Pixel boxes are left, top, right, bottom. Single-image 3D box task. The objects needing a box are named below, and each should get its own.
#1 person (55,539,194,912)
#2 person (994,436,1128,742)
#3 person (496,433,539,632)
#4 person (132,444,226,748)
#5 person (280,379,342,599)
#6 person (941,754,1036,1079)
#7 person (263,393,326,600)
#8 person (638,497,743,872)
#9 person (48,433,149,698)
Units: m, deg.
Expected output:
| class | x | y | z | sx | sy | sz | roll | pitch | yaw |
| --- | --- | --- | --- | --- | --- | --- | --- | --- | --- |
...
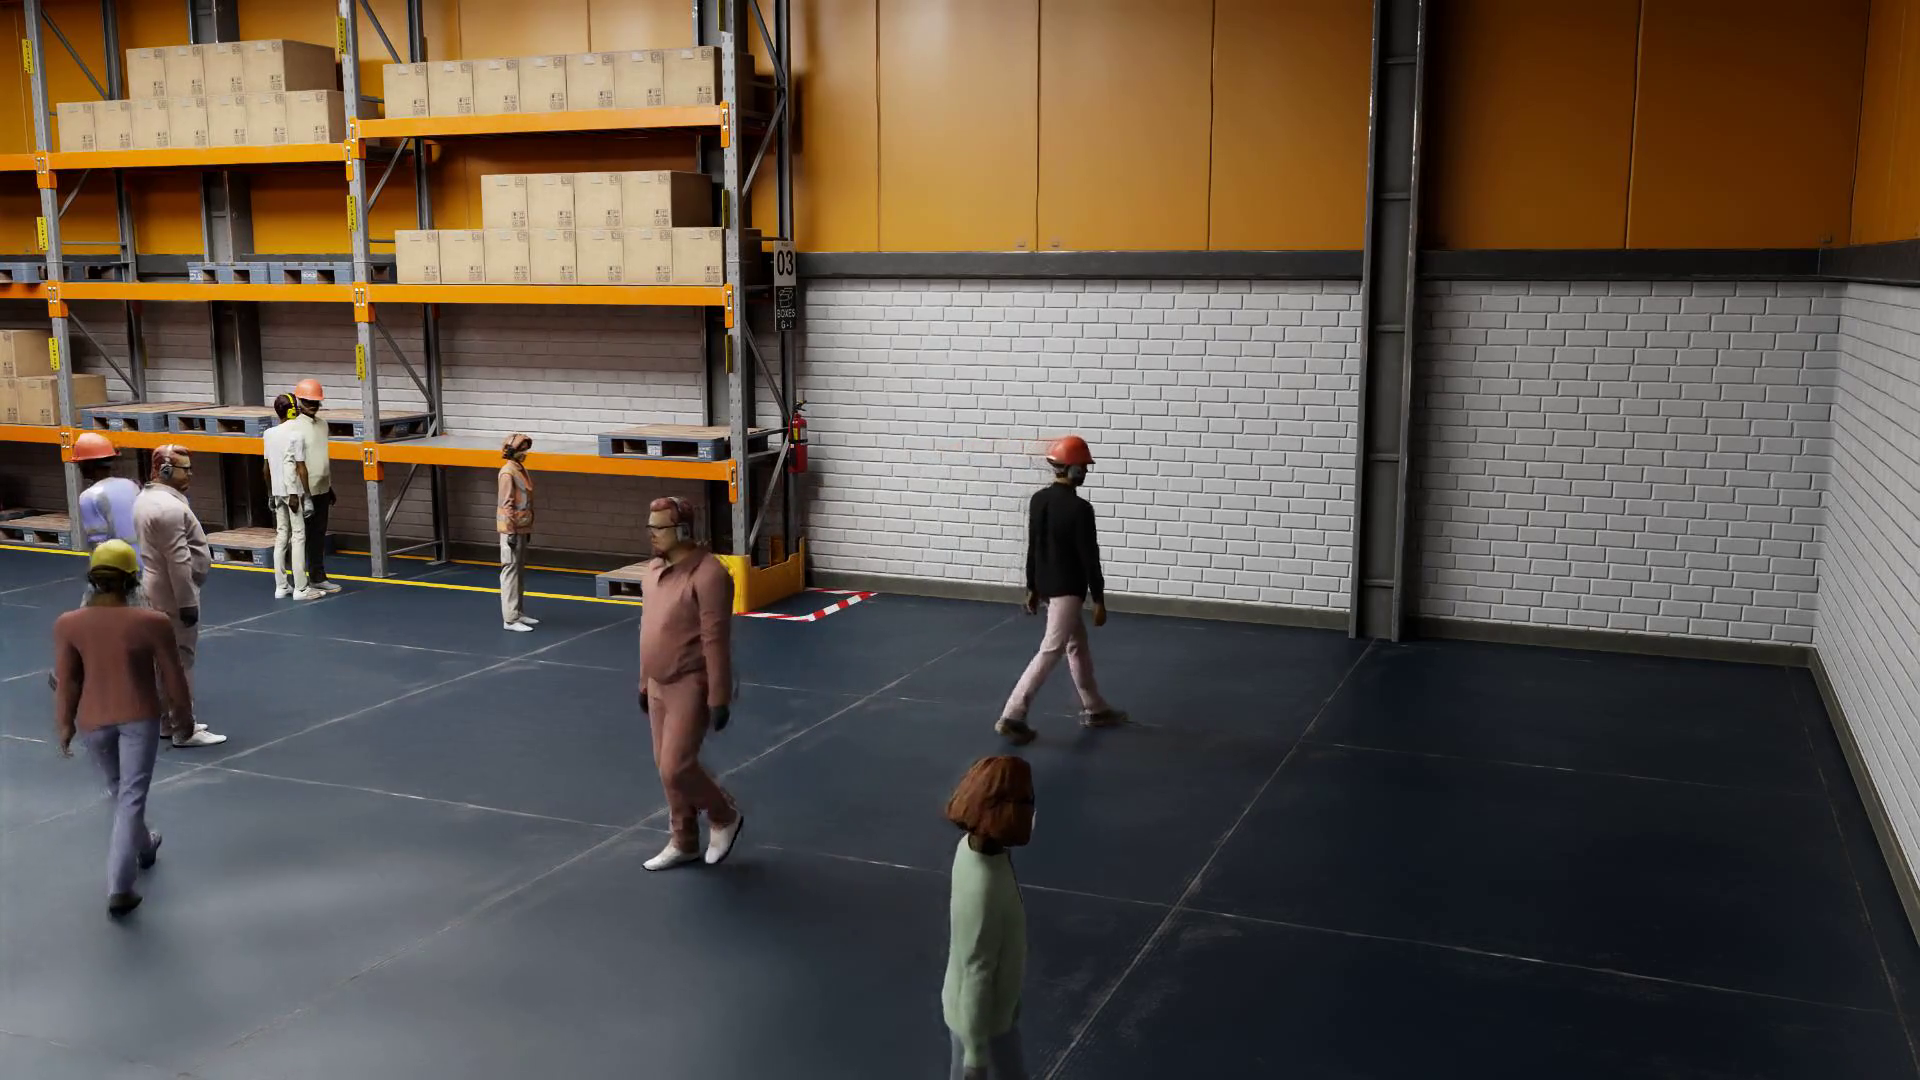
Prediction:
| class | x | y | z | sx | sy | sz | roll | pitch | yaw |
| --- | --- | --- | --- | --- | --- | --- | --- | --- | --- |
| person | -3.990 | 0.847 | 7.981 | 0.548 | 1.711 | 0.923 | -1 | 9 | -8 |
| person | 0.643 | 0.306 | 10.588 | 1.031 | 1.948 | 0.639 | -5 | 11 | -27 |
| person | -3.673 | -0.067 | 13.767 | 0.315 | 1.637 | 0.514 | 0 | 9 | -2 |
| person | -4.917 | 0.347 | 10.466 | 0.405 | 1.903 | 0.636 | -8 | 12 | -38 |
| person | -5.895 | -0.468 | 15.126 | 0.392 | 1.989 | 0.618 | 2 | 10 | 14 |
| person | 0.124 | 1.409 | 4.920 | 0.704 | 1.601 | 0.522 | 0 | 9 | -1 |
| person | -6.053 | -0.391 | 15.033 | 0.528 | 1.869 | 0.313 | 5 | 11 | 27 |
| person | -1.392 | 0.723 | 8.210 | 0.433 | 1.888 | 0.665 | -8 | 12 | -40 |
| person | -5.846 | 0.200 | 11.437 | 1.035 | 1.878 | 0.558 | 3 | 10 | 16 |
